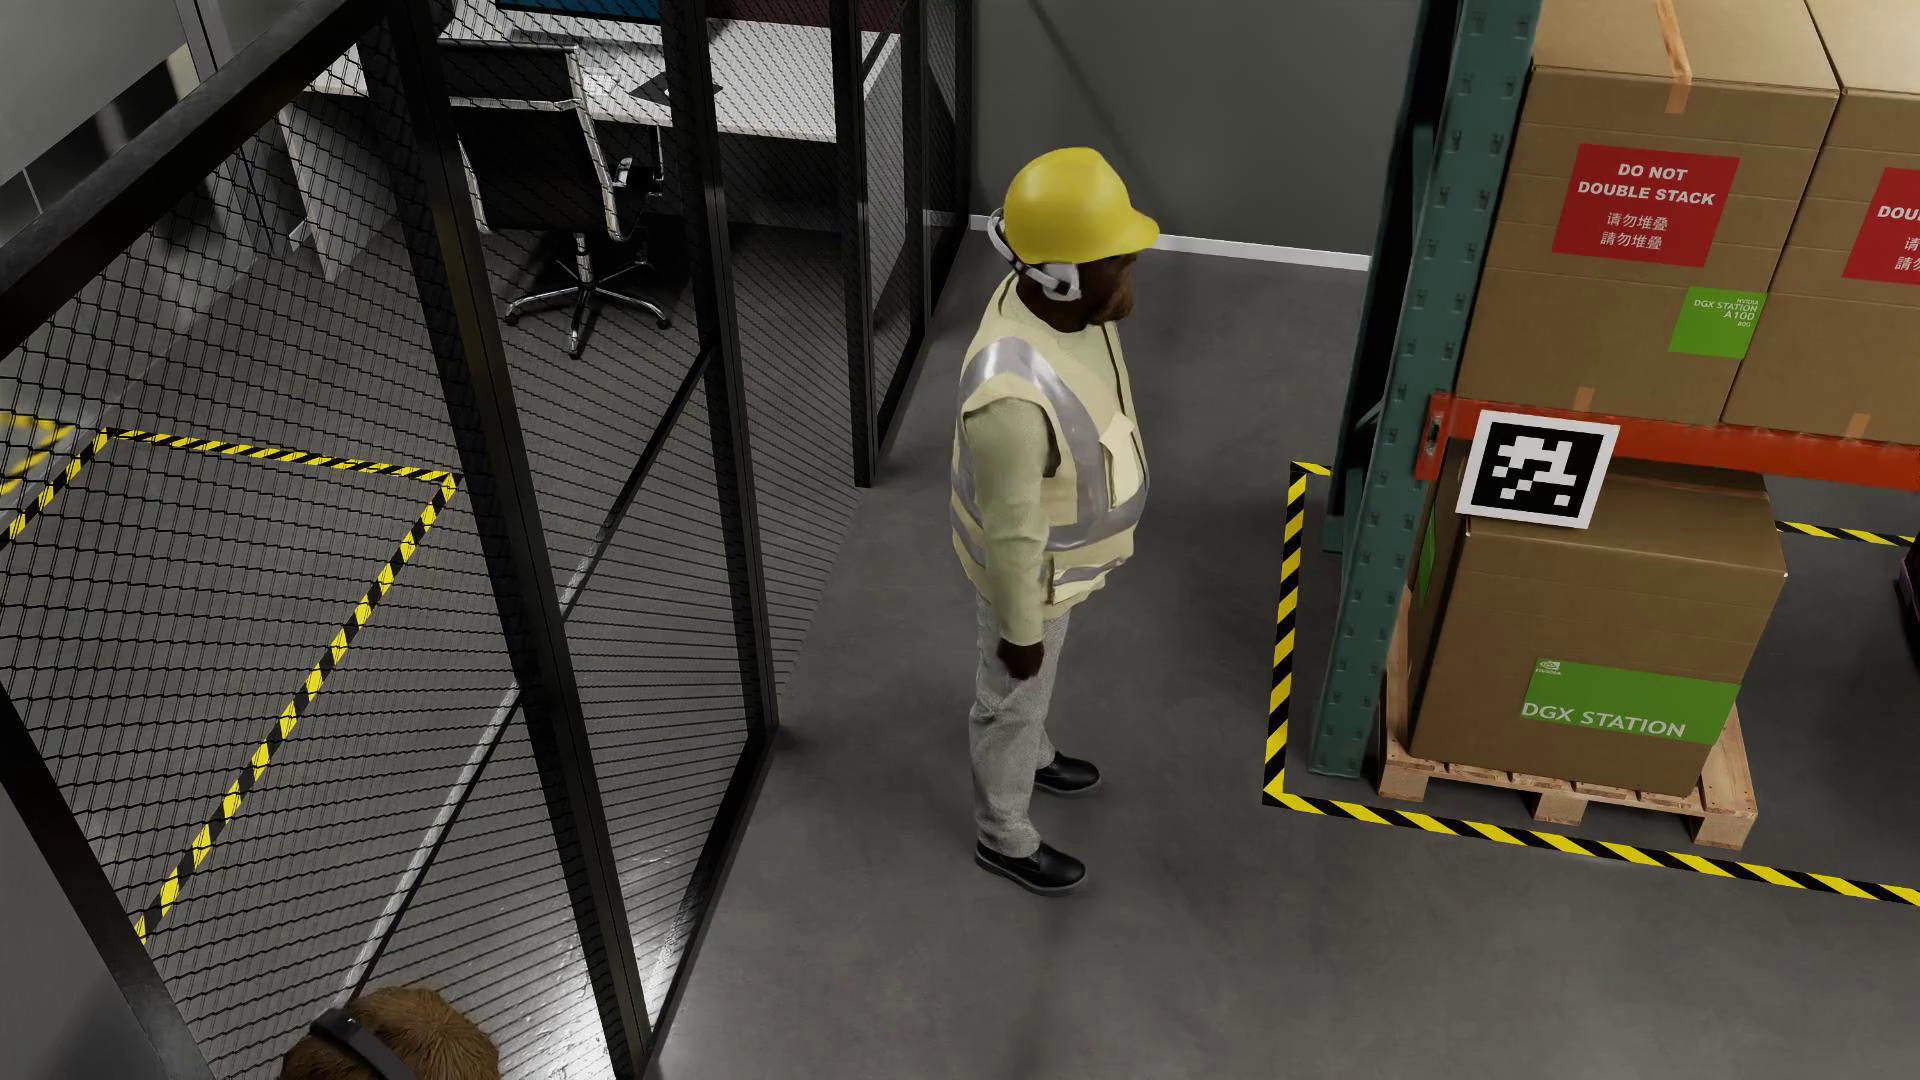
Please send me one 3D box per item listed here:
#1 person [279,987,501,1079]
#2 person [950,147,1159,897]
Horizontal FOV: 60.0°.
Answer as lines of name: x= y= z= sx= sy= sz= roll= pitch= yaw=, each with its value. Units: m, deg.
person: x=-0.526 y=1.163 z=2.159 sx=0.635 sy=1.937 sz=0.355 roll=19 pitch=44 yaw=20
person: x=0.190 y=0.004 z=3.570 sx=0.404 sy=1.836 sz=0.591 roll=9 pitch=42 yaw=10
